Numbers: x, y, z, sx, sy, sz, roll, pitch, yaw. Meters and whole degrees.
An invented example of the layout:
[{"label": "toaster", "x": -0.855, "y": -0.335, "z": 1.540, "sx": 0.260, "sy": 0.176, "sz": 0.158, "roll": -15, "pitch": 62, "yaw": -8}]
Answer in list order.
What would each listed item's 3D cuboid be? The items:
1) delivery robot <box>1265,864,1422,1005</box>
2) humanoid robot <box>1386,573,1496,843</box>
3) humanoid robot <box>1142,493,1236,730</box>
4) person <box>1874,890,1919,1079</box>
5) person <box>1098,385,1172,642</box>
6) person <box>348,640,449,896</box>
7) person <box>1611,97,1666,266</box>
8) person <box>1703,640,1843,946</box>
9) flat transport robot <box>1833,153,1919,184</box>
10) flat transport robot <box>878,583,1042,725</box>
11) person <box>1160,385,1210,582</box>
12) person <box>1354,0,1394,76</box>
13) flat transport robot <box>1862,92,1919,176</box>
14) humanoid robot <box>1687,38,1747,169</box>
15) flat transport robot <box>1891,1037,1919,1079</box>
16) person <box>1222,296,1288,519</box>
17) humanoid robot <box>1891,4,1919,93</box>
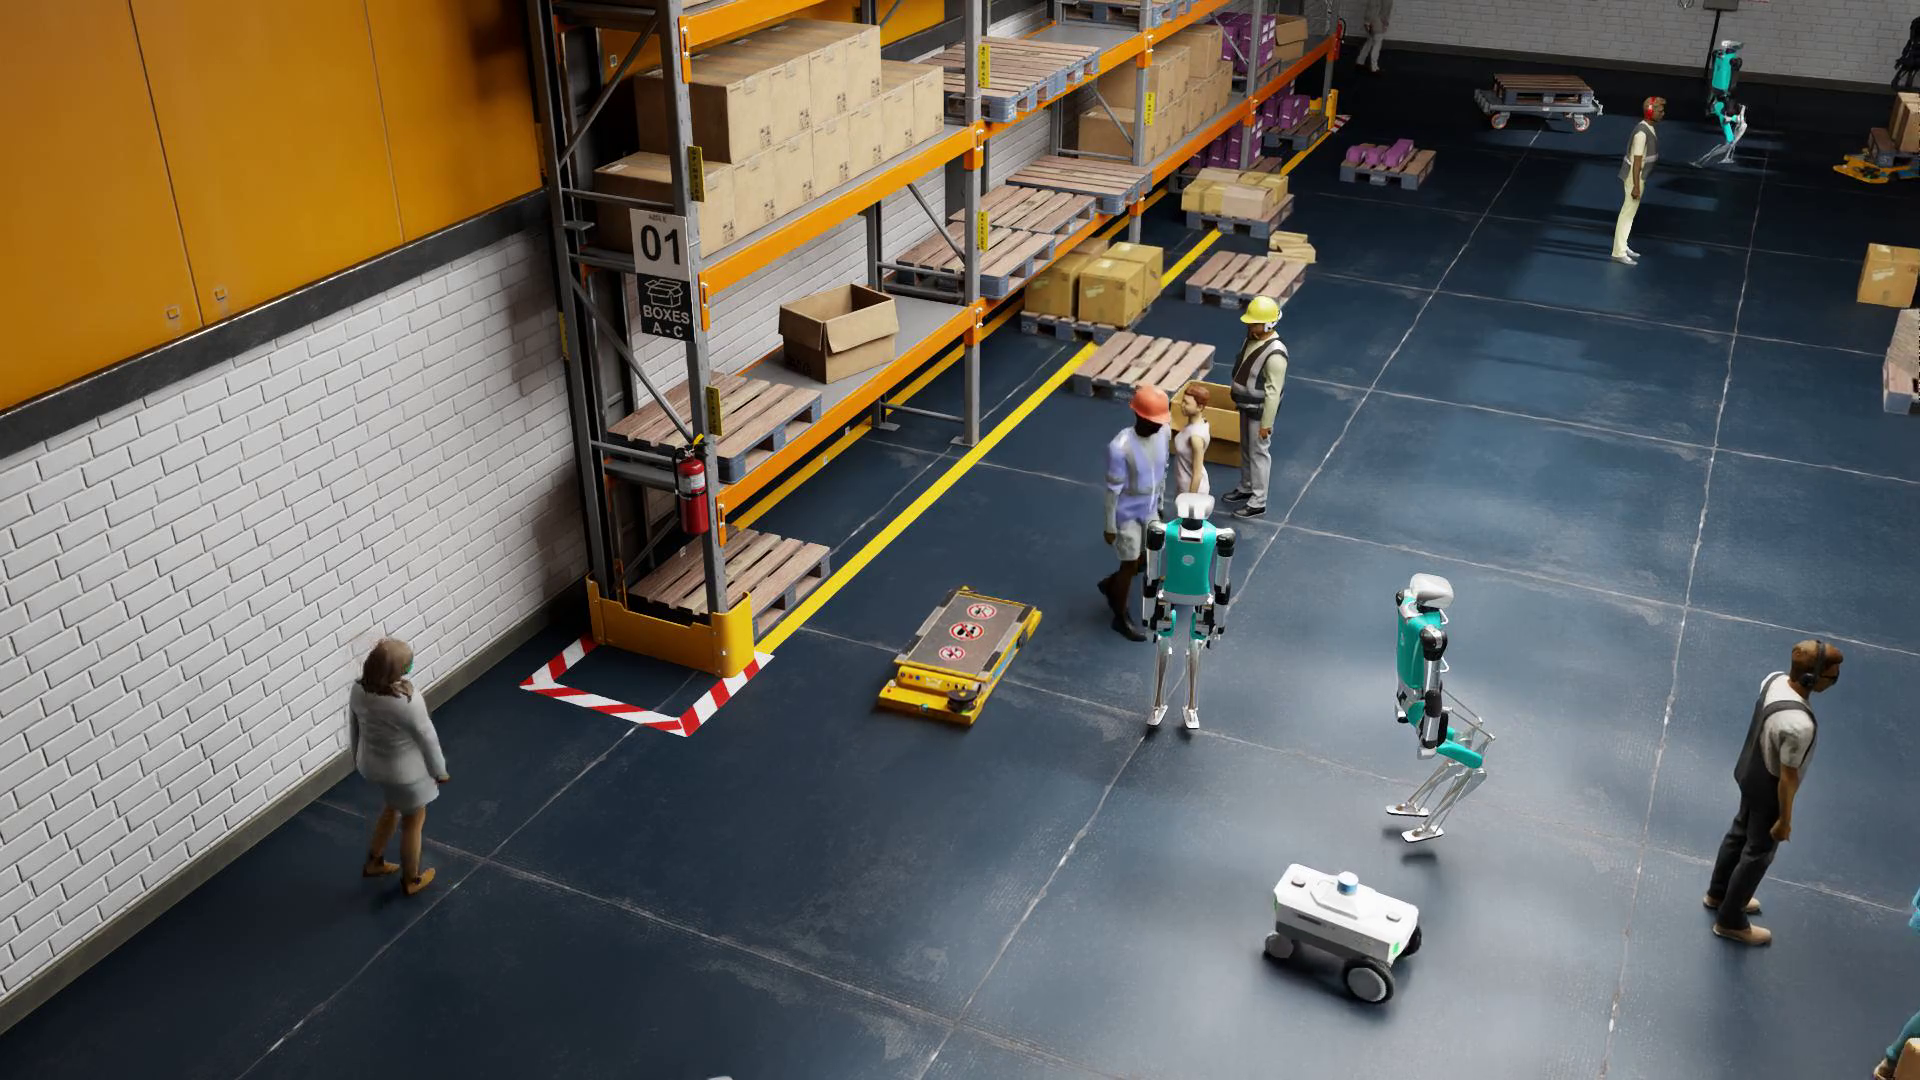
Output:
[{"label": "delivery robot", "x": 2.019, "y": 2.009, "z": 8.699, "sx": 0.774, "sy": 0.592, "sz": 0.499, "roll": 16, "pitch": 32, "yaw": 27}, {"label": "humanoid robot", "x": 2.741, "y": 0.938, "z": 9.302, "sx": 0.735, "sy": 1.677, "sz": 0.533, "roll": -2, "pitch": 28, "yaw": -5}, {"label": "humanoid robot", "x": 1.405, "y": 0.376, "z": 10.344, "sx": 0.533, "sy": 1.677, "sz": 0.735, "roll": 5, "pitch": 29, "yaw": 9}, {"label": "person", "x": 4.657, "y": 1.838, "z": 7.686, "sx": 0.495, "sy": 1.857, "sz": 0.533, "roll": 16, "pitch": 32, "yaw": 27}, {"label": "person", "x": 1.202, "y": -0.205, "z": 11.377, "sx": 0.561, "sy": 1.913, "sz": 0.500, "roll": -23, "pitch": 36, "yaw": -35}, {"label": "person", "x": -3.041, "y": 1.229, "z": 9.013, "sx": 0.546, "sy": 1.641, "sz": 0.379, "roll": 13, "pitch": 31, "yaw": 23}, {"label": "person", "x": 7.522, "y": -4.005, "z": 18.493, "sx": 0.390, "sy": 1.846, "sz": 0.565, "roll": 13, "pitch": 31, "yaw": 22}, {"label": "person", "x": 4.224, "y": 1.306, "z": 8.660, "sx": 0.358, "sy": 1.835, "sz": 0.516, "roll": 3, "pitch": 28, "yaw": 6}, {"label": "flat transport robot", "x": 12.279, "y": -4.890, "z": 21.795, "sx": 1.431, "sy": 0.231, "sz": 0.659, "roll": -8, "pitch": 29, "yaw": -14}, {"label": "flat transport robot", "x": 0.024, "y": 0.754, "z": 11.331, "sx": 0.659, "sy": 0.231, "sz": 1.431, "roll": 10, "pitch": 30, "yaw": 19}, {"label": "person", "x": 1.627, "y": -0.338, "z": 11.883, "sx": 0.282, "sy": 1.663, "sz": 0.453, "roll": 1, "pitch": 28, "yaw": 1}, {"label": "person", "x": 6.660, "y": -8.404, "z": 26.731, "sx": 0.526, "sy": 1.791, "sz": 0.678, "roll": -25, "pitch": 37, "yaw": -38}, {"label": "flat transport robot", "x": 12.495, "y": -4.916, "z": 21.843, "sx": 1.431, "sy": 0.231, "sz": 0.659, "roll": 10, "pitch": 30, "yaw": 18}, {"label": "humanoid robot", "x": 10.030, "y": -5.641, "z": 21.641, "sx": 0.995, "sy": 1.738, "sz": 0.547, "roll": -5, "pitch": 29, "yaw": -10}, {"label": "flat transport robot", "x": 4.130, "y": 3.102, "z": 6.976, "sx": 0.659, "sy": 0.231, "sz": 1.431, "roll": -6, "pitch": 29, "yaw": -10}, {"label": "person", "x": 2.316, "y": -1.046, "z": 13.035, "sx": 0.403, "sy": 1.825, "sz": 0.591, "roll": -4, "pitch": 29, "yaw": -8}, {"label": "humanoid robot", "x": 14.060, "y": -7.136, "z": 24.474, "sx": 0.602, "sy": 1.643, "sz": 0.375, "roll": -18, "pitch": 33, "yaw": -30}]
